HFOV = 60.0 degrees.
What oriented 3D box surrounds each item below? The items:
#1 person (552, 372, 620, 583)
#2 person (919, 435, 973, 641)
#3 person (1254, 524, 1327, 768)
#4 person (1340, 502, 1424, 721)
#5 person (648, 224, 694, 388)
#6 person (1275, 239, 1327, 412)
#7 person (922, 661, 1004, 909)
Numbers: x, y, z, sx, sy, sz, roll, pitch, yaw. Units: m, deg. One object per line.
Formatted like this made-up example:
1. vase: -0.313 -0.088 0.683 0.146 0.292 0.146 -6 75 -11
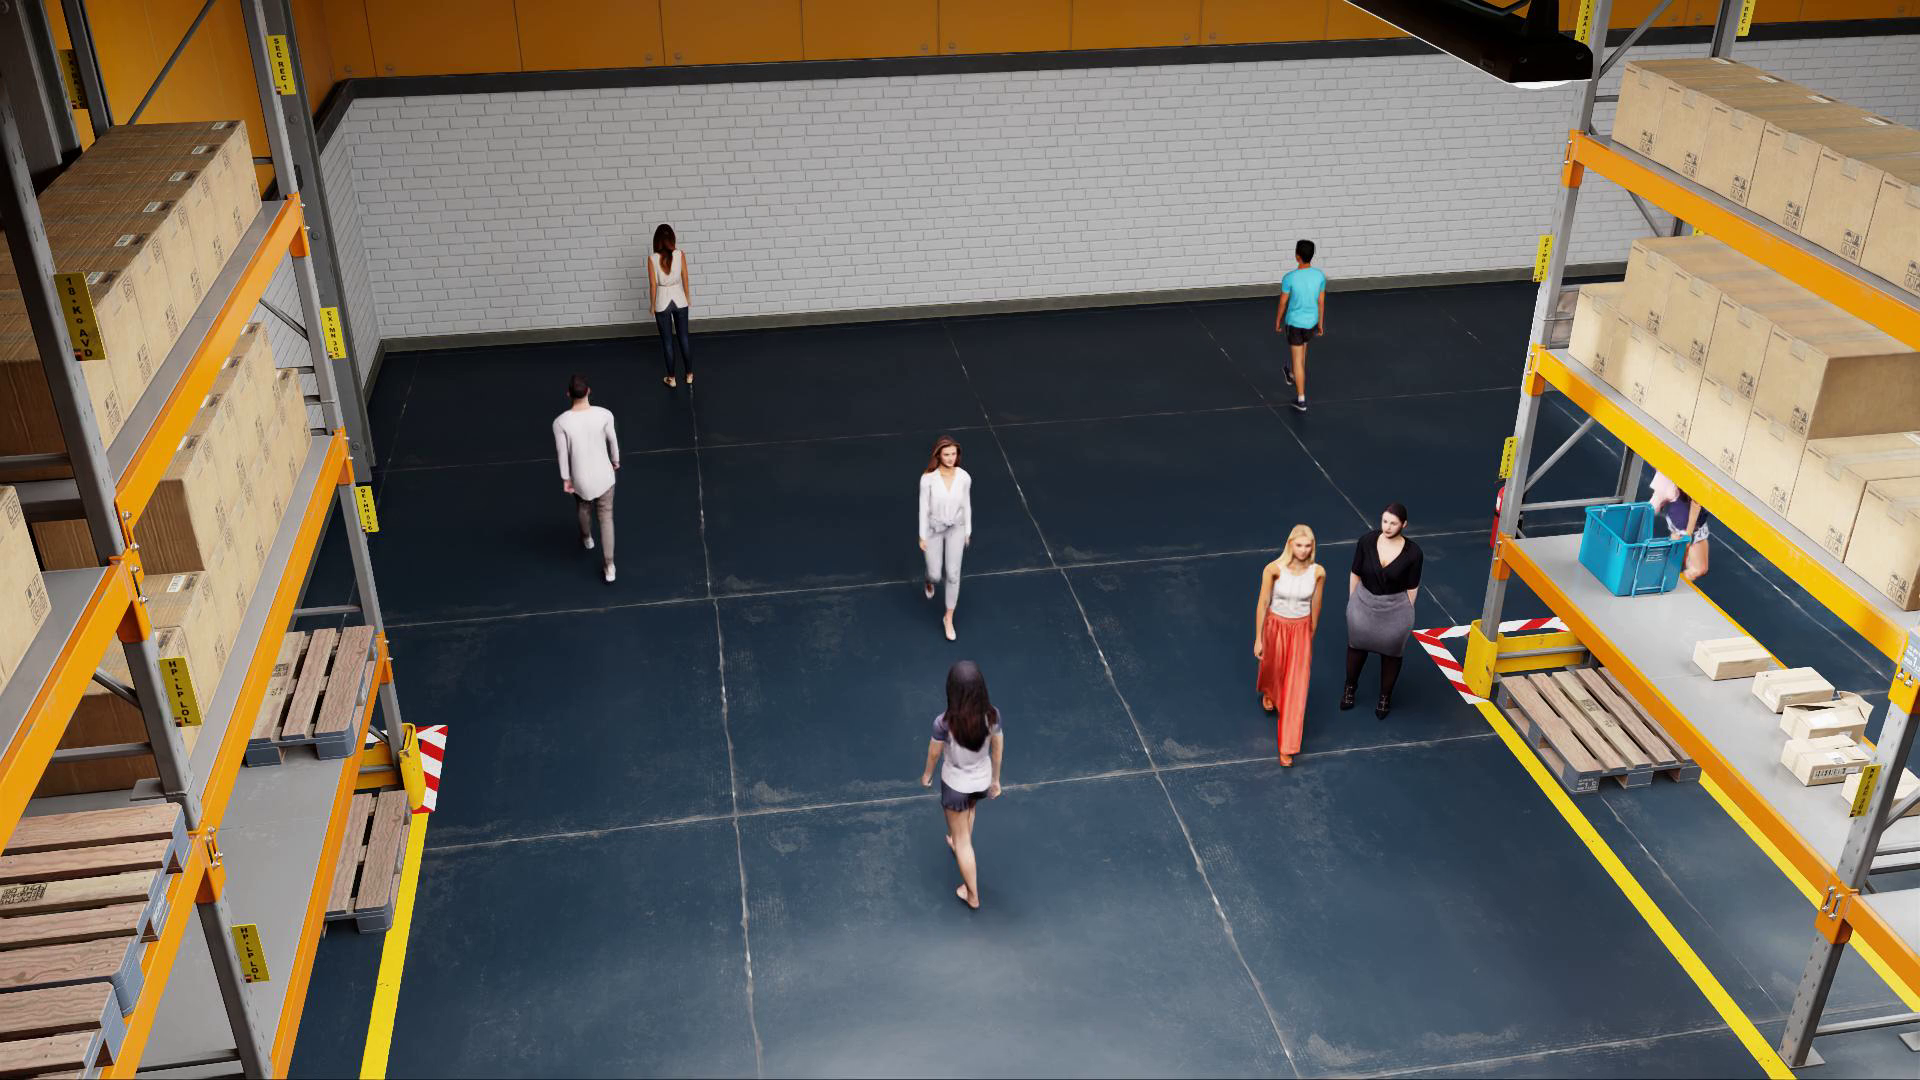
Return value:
1. person: -3.086 -0.500 14.015 0.719 1.788 1.133 -7 29 -12
2. person: -0.152 -0.056 13.237 0.615 1.755 0.844 -7 29 -13
3. person: 2.327 0.638 11.965 0.873 1.754 1.305 3 29 6
4. person: 3.088 0.506 12.201 0.775 1.760 0.812 14 31 23
5. person: -3.064 -2.491 17.669 0.645 1.784 0.602 -12 31 -21
6. person: 3.546 -2.177 17.140 0.627 1.740 1.076 -5 29 -9
7. person: 0.069 1.557 10.358 0.775 1.681 0.981 -15 32 -26
